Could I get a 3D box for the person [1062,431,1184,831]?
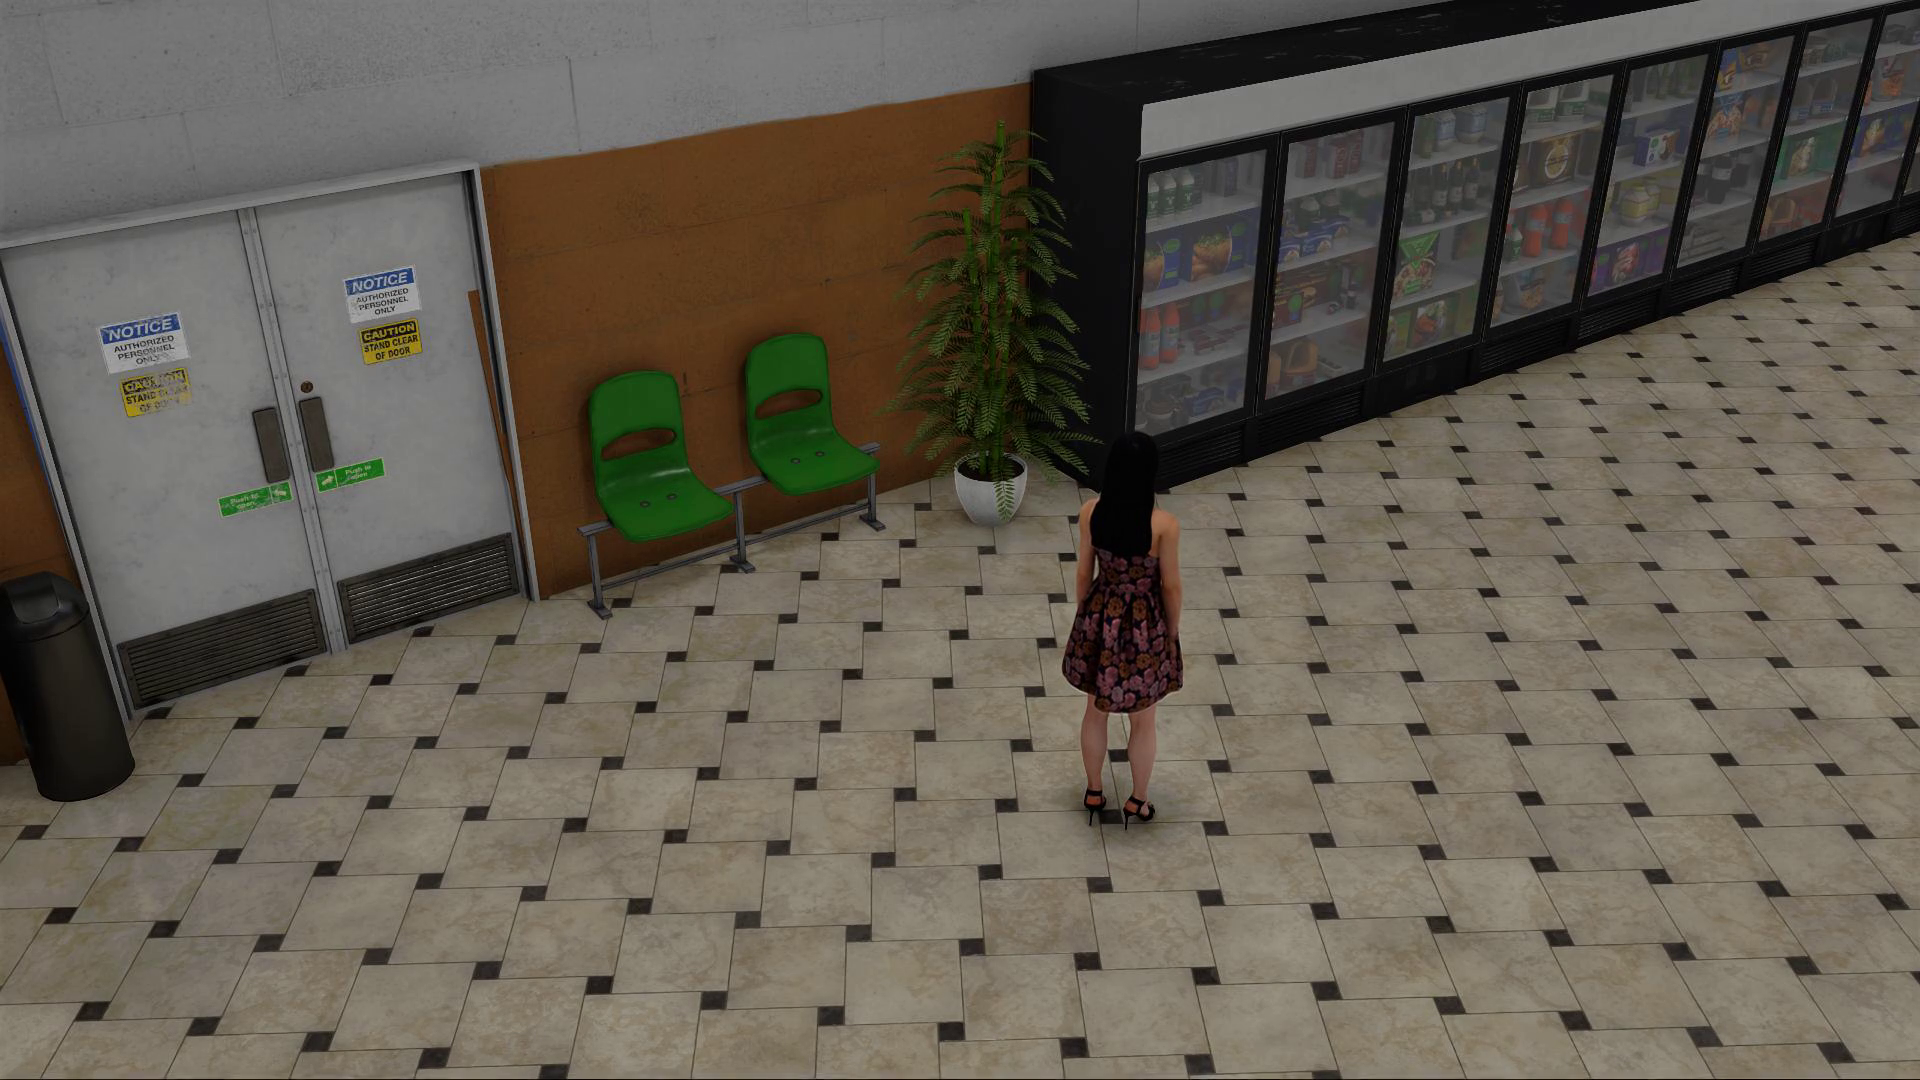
[{"bbox_3d":[0.657,0.379,6.638,0.784,1.774,0.860,10,30,18],"label":"person"}]
